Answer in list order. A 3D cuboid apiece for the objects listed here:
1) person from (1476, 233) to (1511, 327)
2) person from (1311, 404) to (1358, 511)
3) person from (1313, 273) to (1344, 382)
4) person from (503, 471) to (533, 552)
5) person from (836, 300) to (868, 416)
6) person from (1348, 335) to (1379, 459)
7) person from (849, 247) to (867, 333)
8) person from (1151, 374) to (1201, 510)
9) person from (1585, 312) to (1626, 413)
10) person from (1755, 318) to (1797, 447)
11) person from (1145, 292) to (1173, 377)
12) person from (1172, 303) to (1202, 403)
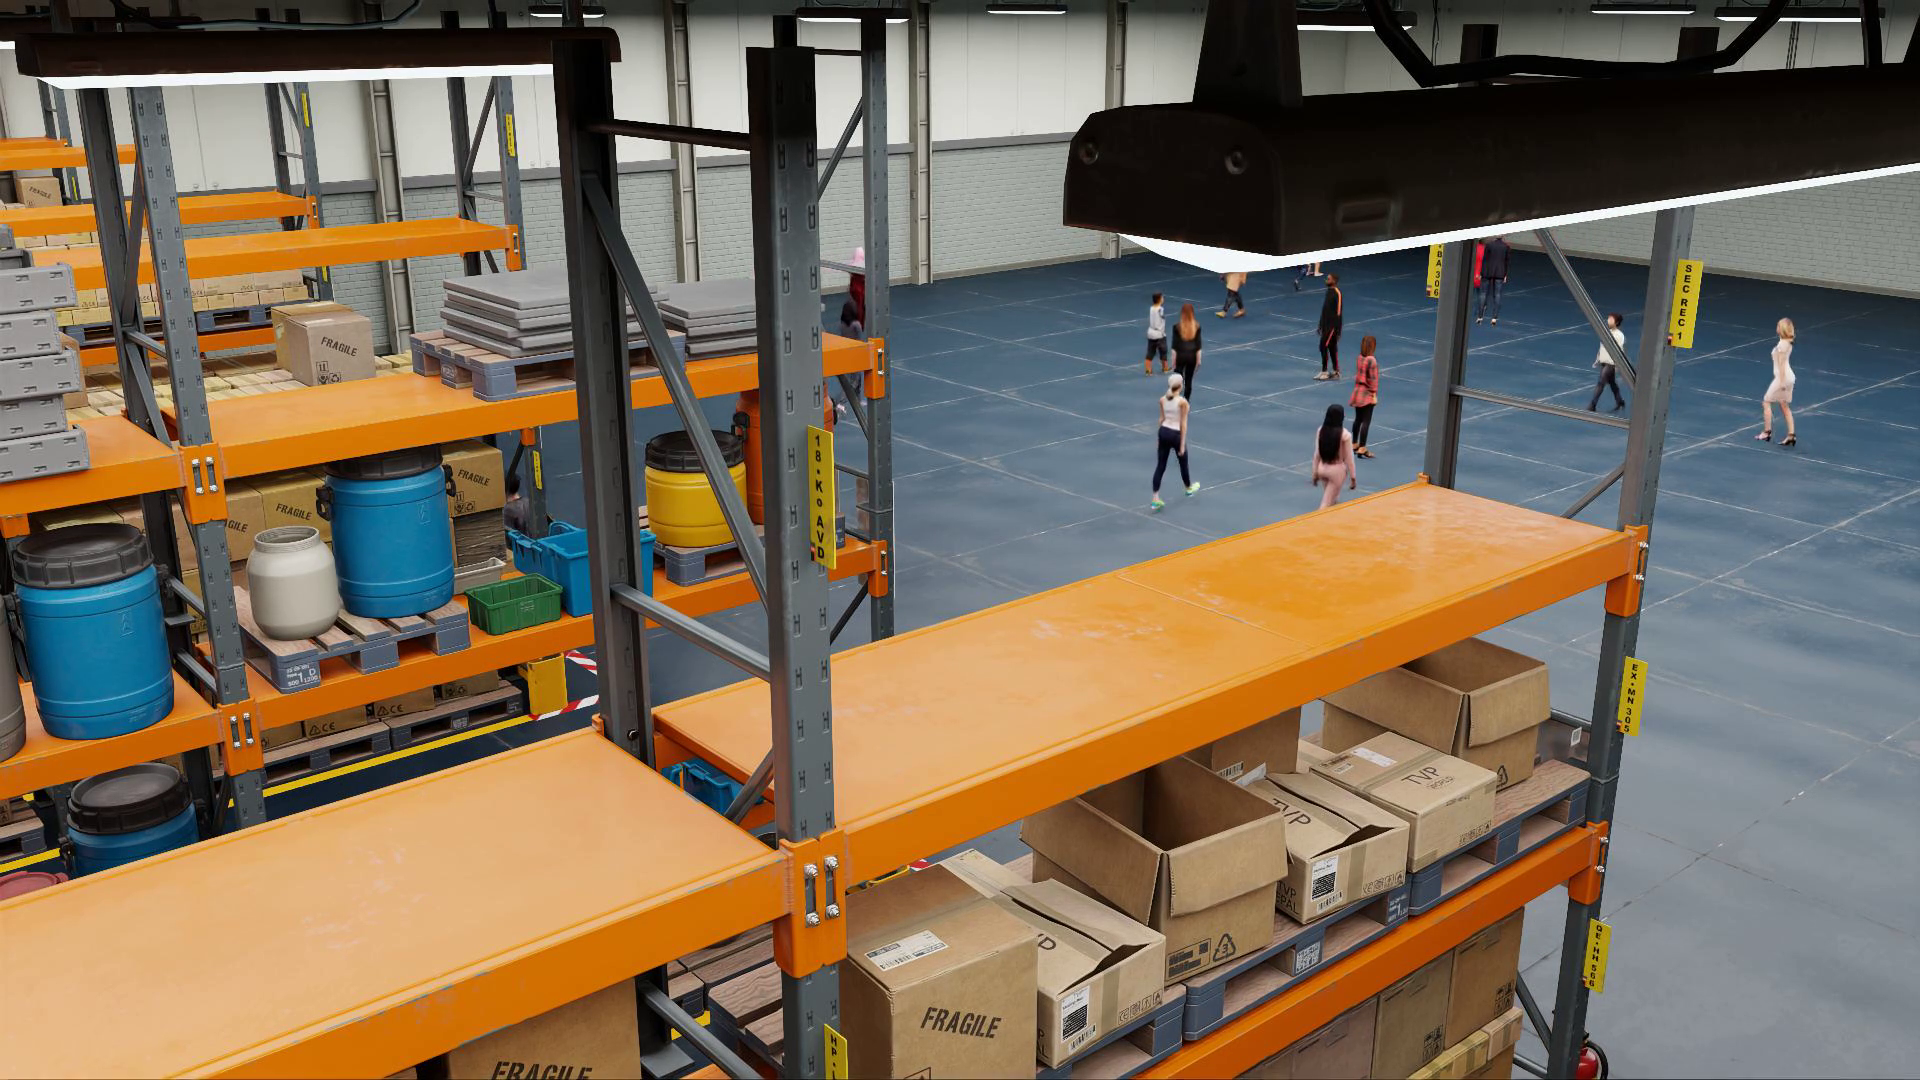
[{"bbox_3d":[9.397,-4.696,29.446,0.824,1.782,0.783,3,18,9],"label":"person"},{"bbox_3d":[4.209,-0.682,19.064,1.089,1.675,0.629,-14,23,-37],"label":"person"},{"bbox_3d":[6.259,-3.541,27.661,0.930,1.788,0.842,-4,19,-13],"label":"person"},{"bbox_3d":[-4.138,0.242,16.008,1.229,1.810,1.190,3,18,8],"label":"person"},{"bbox_3d":[-1.665,-2.752,25.334,0.696,1.728,1.126,15,23,39],"label":"person"},{"bbox_3d":[5.612,-2.004,23.085,0.676,1.699,0.687,-5,19,-15],"label":"person"},{"bbox_3d":[-1.954,-4.728,31.587,0.689,1.614,0.942,16,24,40],"label":"person"},{"bbox_3d":[2.568,-1.180,20.627,0.781,1.655,1.223,14,23,37],"label":"person"},{"bbox_3d":[9.985,-2.689,25.425,1.092,1.553,0.908,-3,18,-10],"label":"person"},{"bbox_3d":[11.729,-2.200,23.542,0.628,1.788,0.705,16,24,40],"label":"person"},{"bbox_3d":[3.294,-3.527,28.190,0.674,1.434,0.892,16,24,40],"label":"person"},{"bbox_3d":[3.446,-2.744,25.354,0.741,1.701,0.796,2,18,7],"label":"person"}]
